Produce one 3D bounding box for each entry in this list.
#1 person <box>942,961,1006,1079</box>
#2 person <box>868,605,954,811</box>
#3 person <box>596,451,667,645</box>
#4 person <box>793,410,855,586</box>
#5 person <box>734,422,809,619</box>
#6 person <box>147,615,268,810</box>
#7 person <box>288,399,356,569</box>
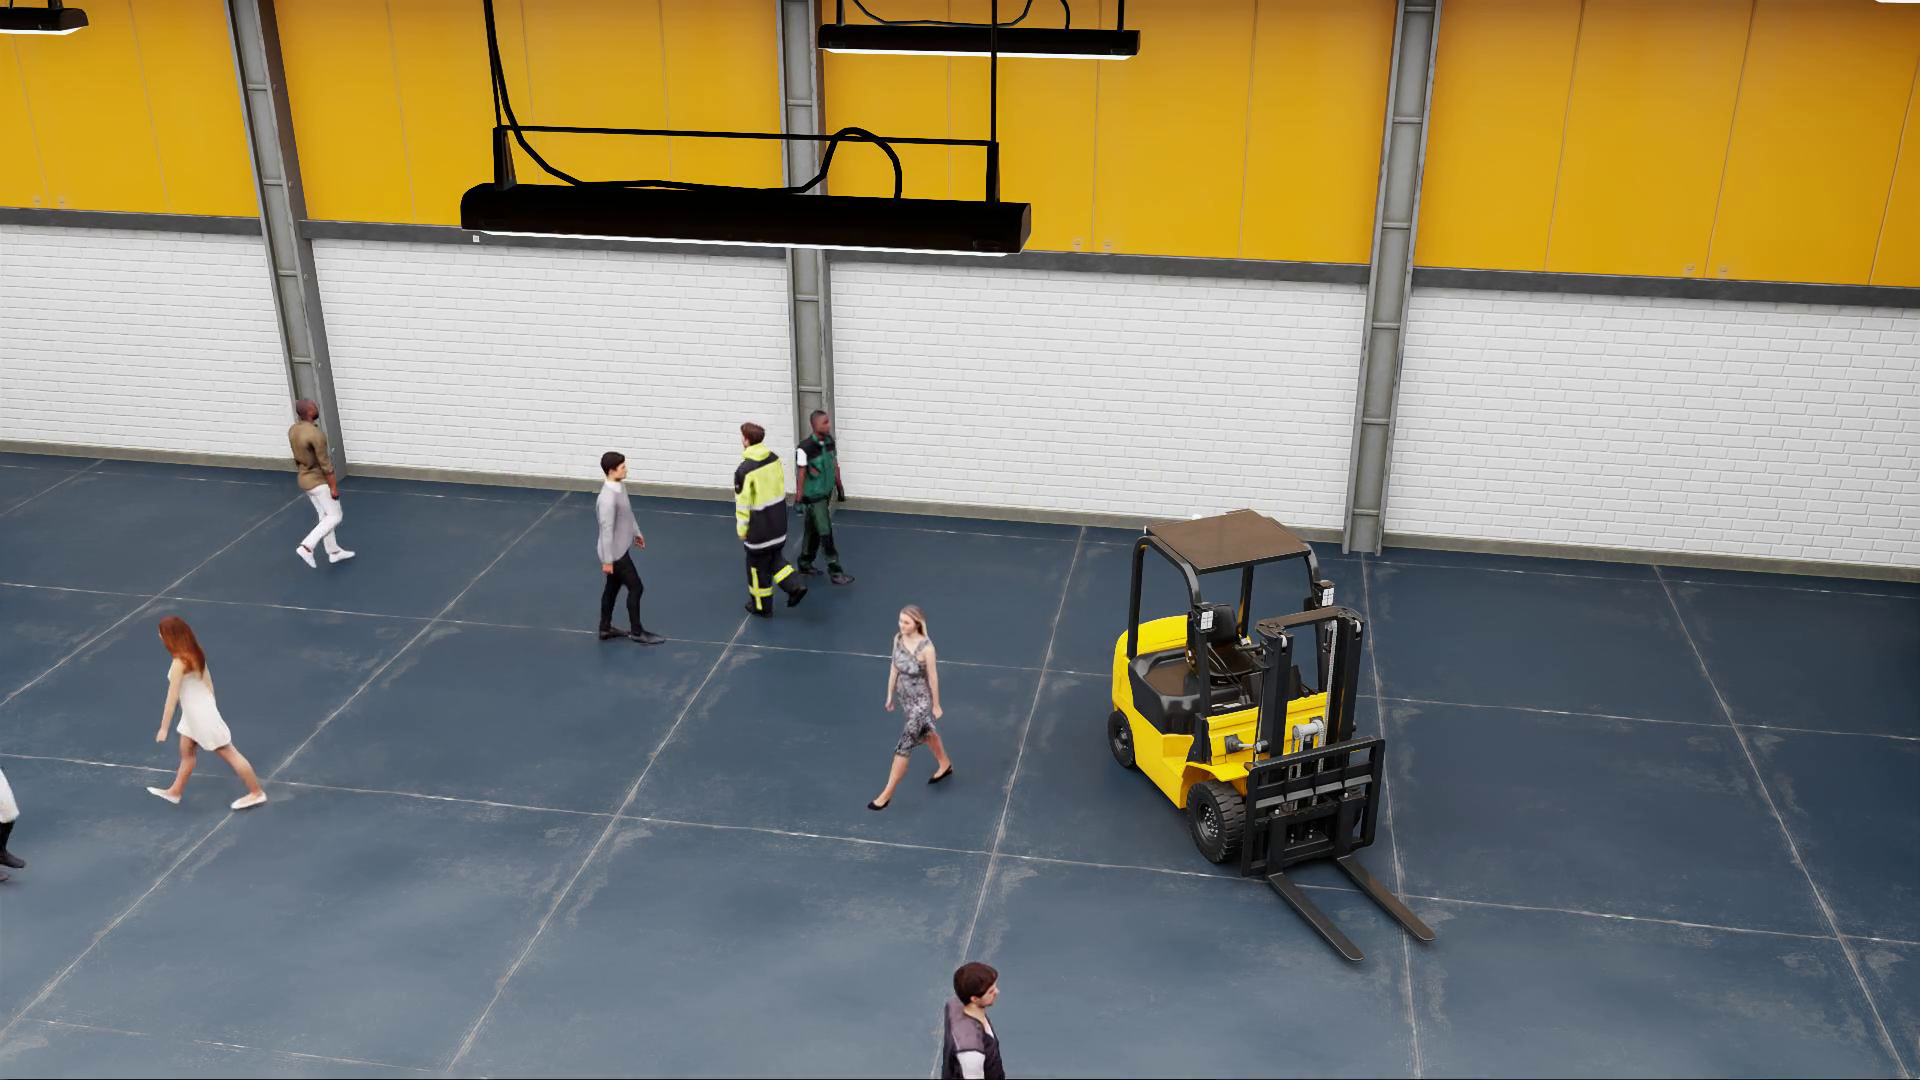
[{"bbox_3d":[-0.034,3.016,8.836,0.675,1.837,0.691,0,24,1],"label":"person"},{"bbox_3d":[-0.283,1.269,13.069,1.112,1.648,1.141,-20,30,-38],"label":"person"},{"bbox_3d":[-3.286,0.090,15.453,0.990,1.900,0.897,-3,24,-7],"label":"person"},{"bbox_3d":[-1.518,-0.447,16.796,1.097,1.808,0.929,13,27,27],"label":"person"},{"bbox_3d":[-1.828,-0.168,15.961,1.020,1.965,0.952,13,27,27],"label":"person"},{"bbox_3d":[-5.758,1.367,12.838,1.195,1.653,0.816,-4,24,-10],"label":"person"},{"bbox_3d":[-6.632,-0.551,17.029,0.999,1.812,1.028,19,30,36],"label":"person"}]
